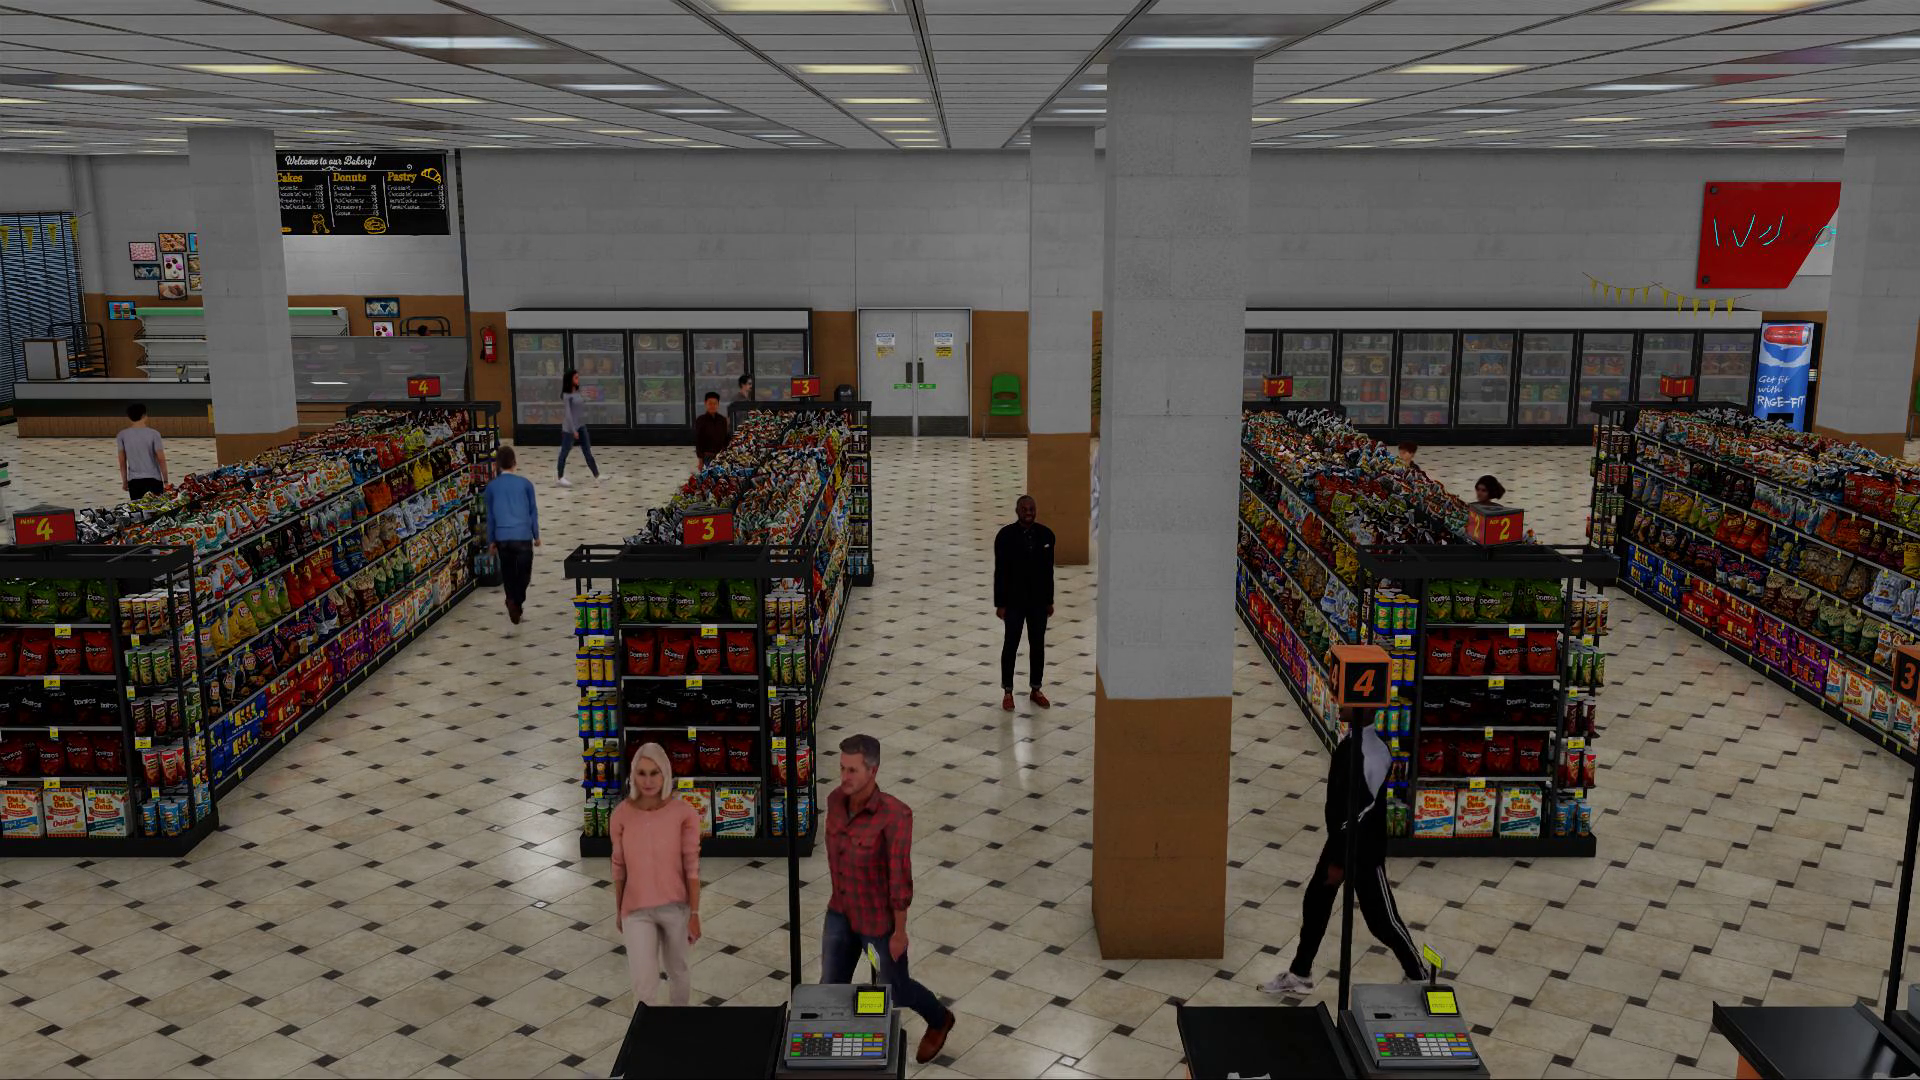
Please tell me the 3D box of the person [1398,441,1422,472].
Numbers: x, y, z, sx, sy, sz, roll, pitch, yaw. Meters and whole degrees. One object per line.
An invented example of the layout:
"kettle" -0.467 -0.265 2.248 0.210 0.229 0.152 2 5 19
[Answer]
"person" 5.221 -0.451 19.524 0.685 1.447 0.604 -8 14 -33

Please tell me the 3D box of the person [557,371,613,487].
"person" -5.768 -1.607 24.409 0.936 1.698 1.105 5 13 21

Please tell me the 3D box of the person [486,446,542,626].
"person" -4.479 -0.024 16.646 0.648 1.799 1.001 0 12 -1

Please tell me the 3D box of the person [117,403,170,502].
"person" -9.618 -0.682 19.610 0.697 1.864 0.574 -2 12 -8

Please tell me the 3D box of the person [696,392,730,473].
"person" -3.216 -1.037 21.505 0.711 1.778 0.747 -10 15 -39

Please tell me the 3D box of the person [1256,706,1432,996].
"person" 2.192 1.627 8.797 0.802 1.801 1.120 -1 12 -5

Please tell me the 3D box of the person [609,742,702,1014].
"person" -1.469 1.809 8.228 0.693 1.679 1.170 -1 12 -6

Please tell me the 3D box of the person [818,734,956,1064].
"person" -0.377 1.796 8.012 1.178 1.794 1.291 9 15 37

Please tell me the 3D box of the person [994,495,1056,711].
"person" 0.552 0.515 14.037 0.757 1.819 0.692 -3 12 -15

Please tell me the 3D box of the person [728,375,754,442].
"person" -3.225 -1.496 23.779 0.693 1.739 0.591 2 12 7
